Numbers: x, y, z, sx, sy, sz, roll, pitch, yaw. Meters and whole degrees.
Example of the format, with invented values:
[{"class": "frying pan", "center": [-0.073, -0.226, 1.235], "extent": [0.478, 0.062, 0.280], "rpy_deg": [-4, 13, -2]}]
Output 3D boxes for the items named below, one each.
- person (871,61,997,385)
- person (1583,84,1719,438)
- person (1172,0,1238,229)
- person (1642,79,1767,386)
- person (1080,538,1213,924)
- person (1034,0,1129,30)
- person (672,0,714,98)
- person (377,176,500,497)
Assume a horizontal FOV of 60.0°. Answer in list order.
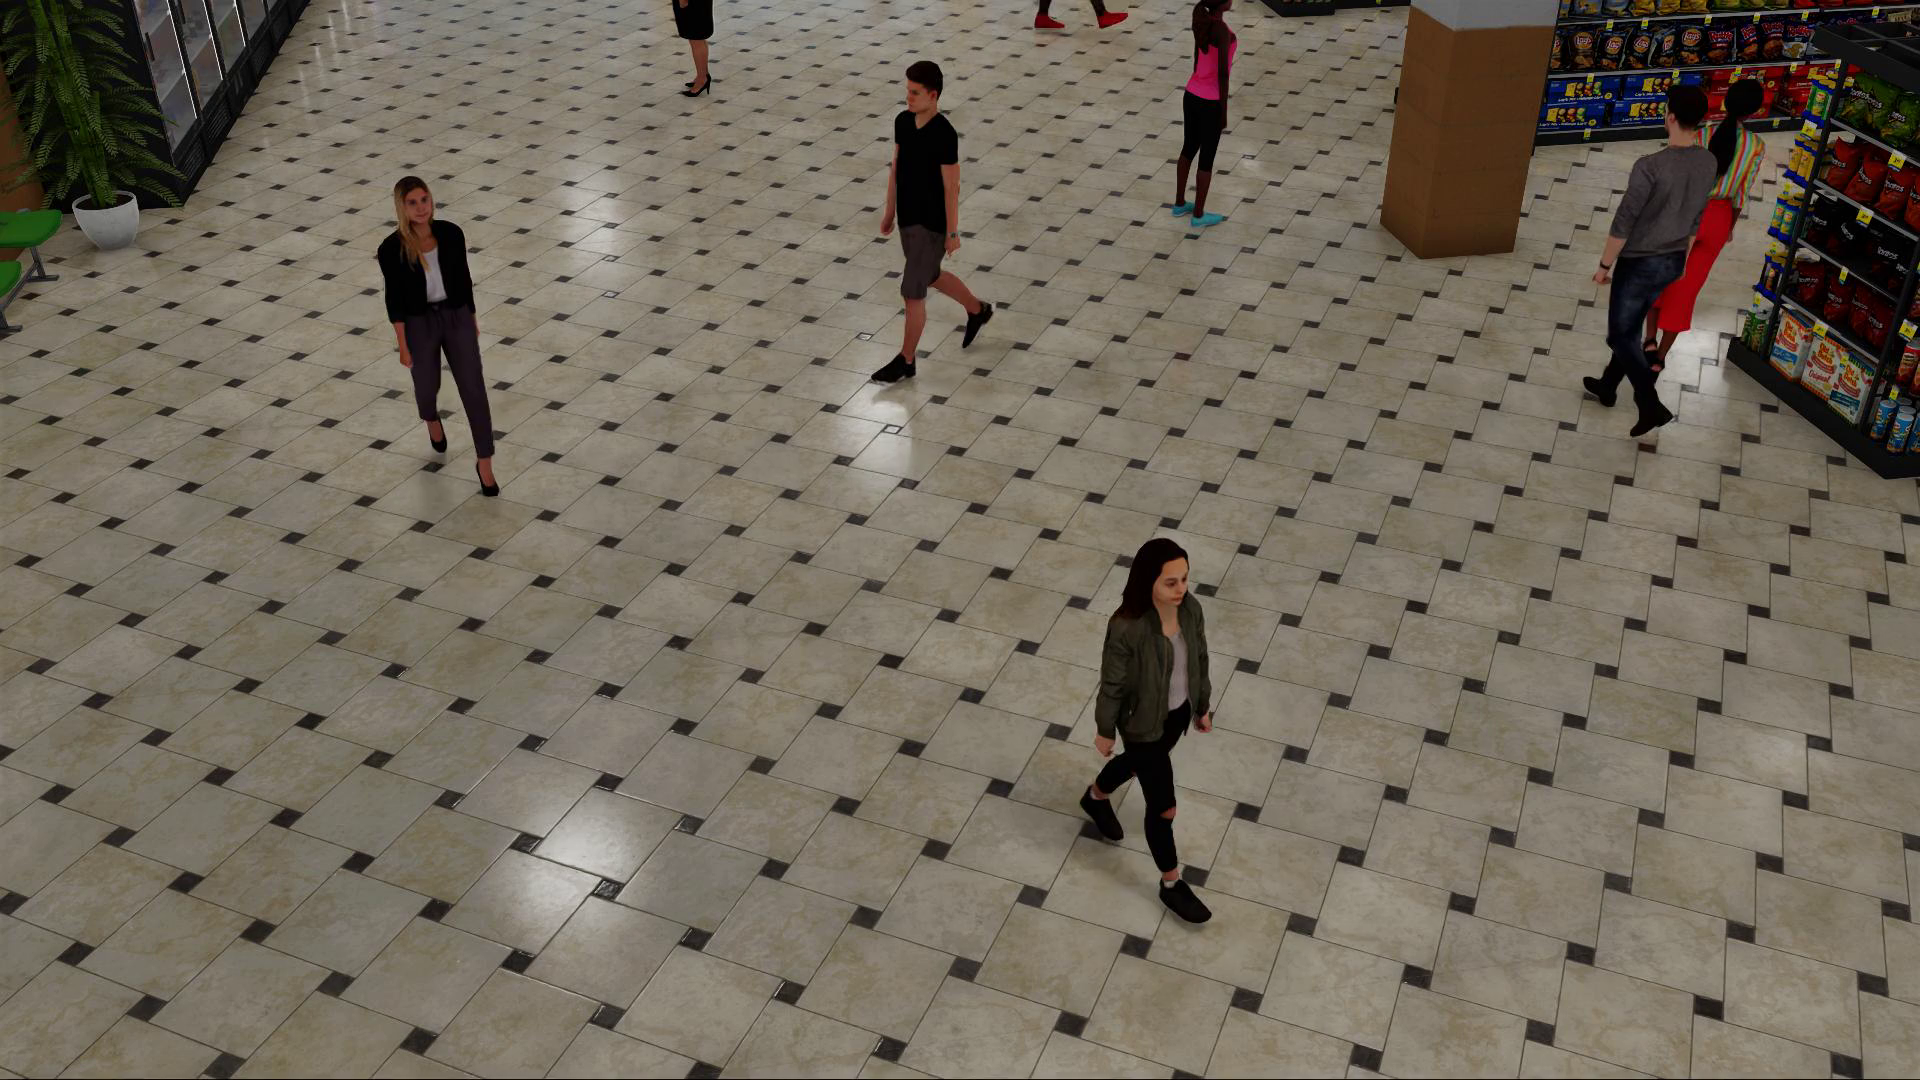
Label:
[{"class": "person", "center": [-0.132, -1.844, 9.568], "extent": [1.276, 1.835, 0.981], "rpy_deg": [-20, 37, -28]}, {"class": "person", "center": [3.727, -1.445, 8.886], "extent": [1.067, 1.879, 0.848], "rpy_deg": [-11, 34, -17]}, {"class": "person", "center": [1.705, -3.064, 11.636], "extent": [0.619, 1.721, 0.602], "rpy_deg": [-15, 35, -22]}, {"class": "person", "center": [4.159, -1.665, 9.348], "extent": [0.738, 1.763, 0.815], "rpy_deg": [5, 32, 9]}, {"class": "person", "center": [0.645, 0.615, 5.988], "extent": [1.013, 1.443, 0.947], "rpy_deg": [-22, 38, -31]}, {"class": "person", "center": [0.990, -5.738, 15.898], "extent": [1.158, 1.759, 0.751], "rpy_deg": [-3, 32, -4]}, {"class": "person", "center": [-2.305, -4.674, 14.272], "extent": [0.665, 1.671, 0.733], "rpy_deg": [-1, 32, -2]}, {"class": "person", "center": [-2.701, -1.045, 8.522], "extent": [1.059, 1.583, 0.906], "rpy_deg": [-17, 36, -26]}]
